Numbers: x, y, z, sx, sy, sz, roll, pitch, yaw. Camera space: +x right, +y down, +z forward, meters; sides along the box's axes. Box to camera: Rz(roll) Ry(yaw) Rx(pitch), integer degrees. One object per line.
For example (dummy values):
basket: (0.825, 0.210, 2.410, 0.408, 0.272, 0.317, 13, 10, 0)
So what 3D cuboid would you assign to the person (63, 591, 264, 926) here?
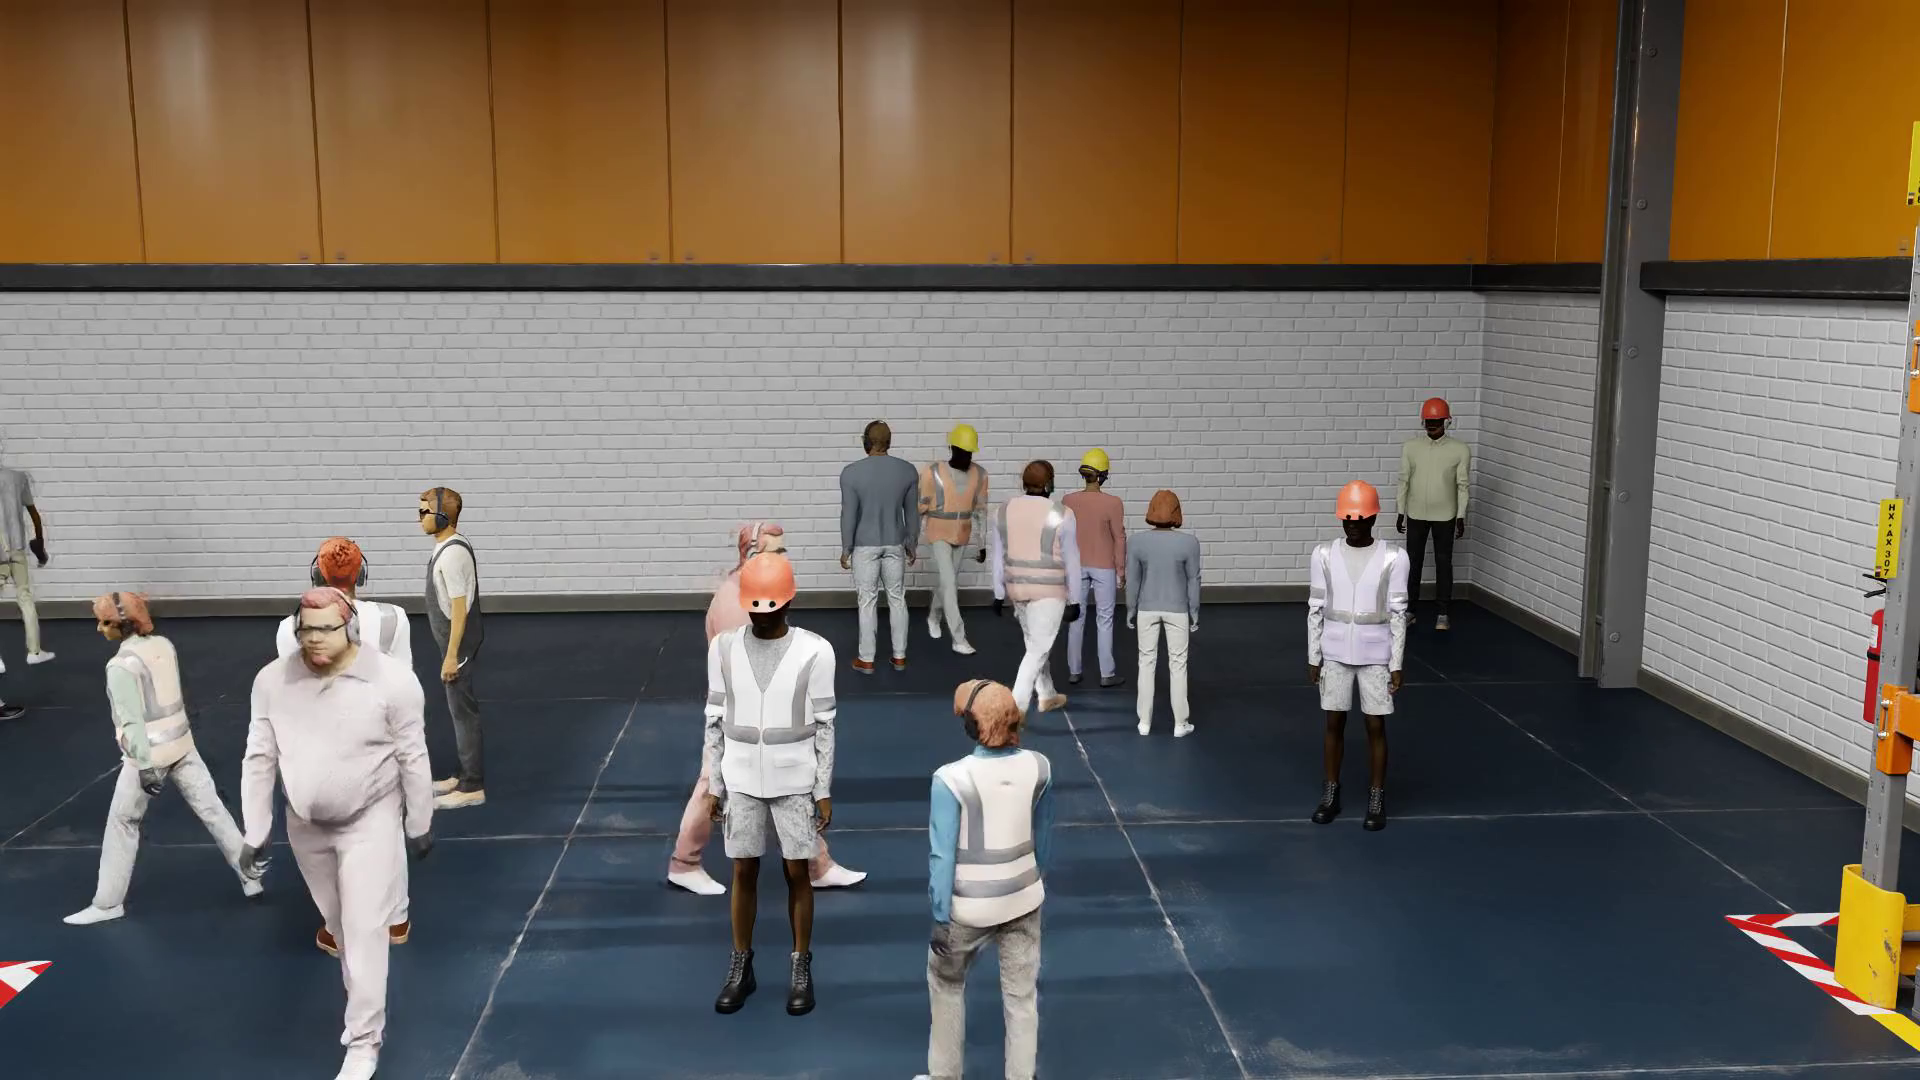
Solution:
person: (-3.747, 1.006, 7.836, 0.819, 1.584, 0.561, 1, 9, 4)

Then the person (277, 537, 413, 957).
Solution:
person: (-2.724, 0.919, 7.441, 0.572, 1.883, 0.356, -5, 11, -30)

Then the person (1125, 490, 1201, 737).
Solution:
person: (1.337, 0.483, 10.956, 0.498, 1.633, 0.287, 3, 9, 17)

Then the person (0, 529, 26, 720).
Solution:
person: (-6.707, 0.326, 11.352, 0.586, 1.825, 0.403, 8, 12, 40)

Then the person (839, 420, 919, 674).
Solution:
person: (-0.619, 0.052, 12.705, 0.636, 1.938, 0.358, -4, 10, -22)

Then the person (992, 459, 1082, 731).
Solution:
person: (0.509, 0.356, 11.243, 0.632, 1.807, 0.945, 6, 11, 33)

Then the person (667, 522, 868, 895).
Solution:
person: (-0.996, 0.837, 8.051, 0.986, 1.855, 0.648, 3, 9, 16)

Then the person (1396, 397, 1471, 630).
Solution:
person: (4.050, -0.228, 14.290, 0.611, 1.995, 0.380, 4, 10, 25)

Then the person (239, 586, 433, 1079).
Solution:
person: (-2.385, 1.108, 6.281, 0.656, 1.868, 0.904, 1, 9, 5)

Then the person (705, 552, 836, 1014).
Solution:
person: (-0.781, 0.995, 6.819, 0.543, 1.928, 0.374, 1, 9, 5)

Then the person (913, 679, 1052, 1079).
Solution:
person: (0.057, 1.282, 5.962, 0.547, 1.613, 0.648, -6, 11, -32)

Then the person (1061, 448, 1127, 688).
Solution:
person: (0.987, 0.206, 12.279, 0.523, 1.769, 0.315, 5, 10, 28)

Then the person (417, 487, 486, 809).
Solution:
person: (-2.897, 0.610, 9.501, 0.347, 1.846, 0.505, -3, 9, -16)

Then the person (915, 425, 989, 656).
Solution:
person: (-0.113, -0.041, 13.601, 0.625, 1.857, 1.001, -5, 10, -28)

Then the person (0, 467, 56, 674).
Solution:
person: (-7.359, 0.097, 12.770, 0.370, 1.841, 0.830, 5, 10, 27)

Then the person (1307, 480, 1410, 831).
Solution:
person: (2.164, 0.630, 9.116, 0.542, 1.933, 0.382, 4, 10, 24)
